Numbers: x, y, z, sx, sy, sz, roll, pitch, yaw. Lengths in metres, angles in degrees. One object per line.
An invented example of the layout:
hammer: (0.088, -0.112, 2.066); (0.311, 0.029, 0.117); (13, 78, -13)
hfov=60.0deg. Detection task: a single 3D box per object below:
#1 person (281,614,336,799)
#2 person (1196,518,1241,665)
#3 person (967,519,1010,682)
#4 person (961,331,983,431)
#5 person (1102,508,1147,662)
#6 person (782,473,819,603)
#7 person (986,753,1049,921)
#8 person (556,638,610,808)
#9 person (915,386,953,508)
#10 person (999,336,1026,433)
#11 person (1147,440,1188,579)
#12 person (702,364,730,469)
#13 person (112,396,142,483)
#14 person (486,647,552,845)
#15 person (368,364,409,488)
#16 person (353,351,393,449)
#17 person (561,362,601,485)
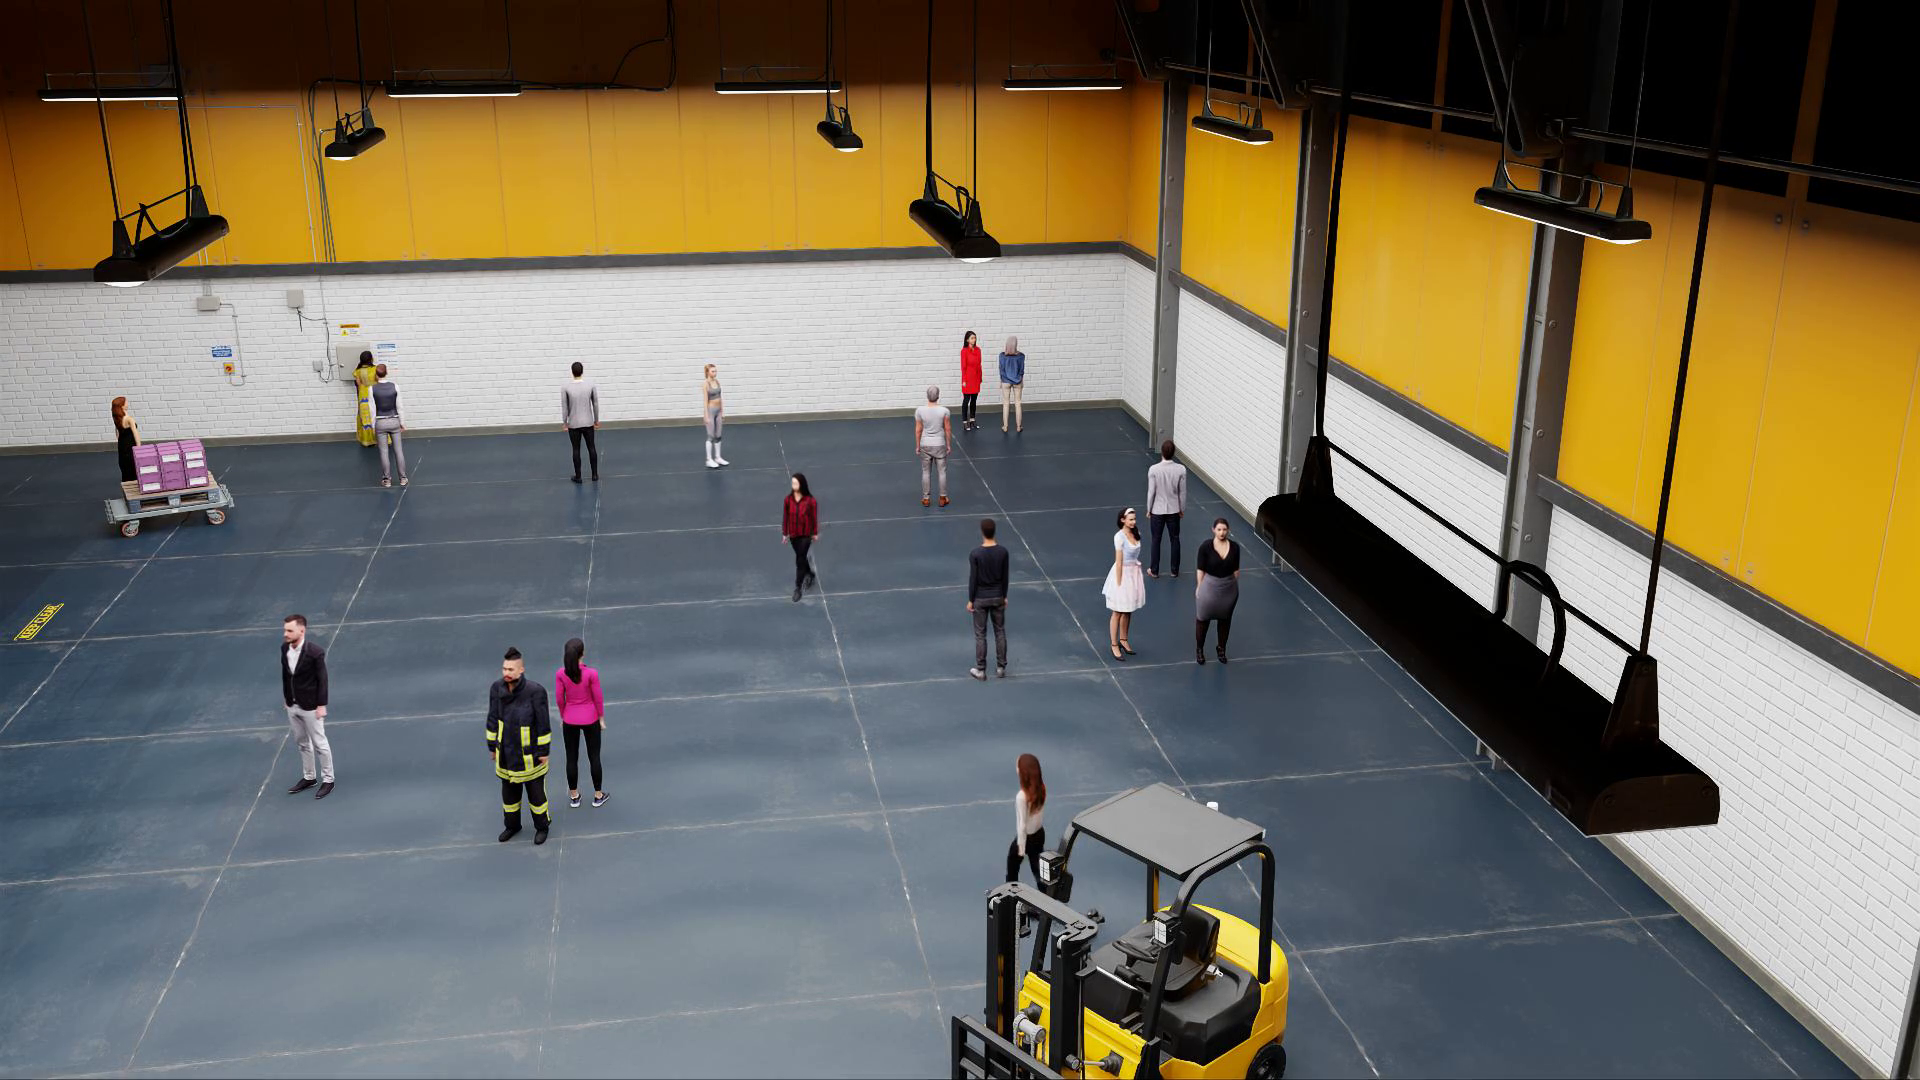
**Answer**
person: (-6.295, 1.570, 16.026); (0.740, 1.844, 0.750); (8, 20, 21)
person: (2.952, 0.574, 19.116); (0.675, 1.759, 0.639); (-2, 19, -5)
person: (0.328, 0.666, 18.668); (0.664, 1.870, 0.595); (-6, 20, -18)
person: (0.191, -2.808, 29.174); (0.730, 1.748, 0.766); (-16, 24, -39)
person: (1.915, 0.493, 19.264); (0.915, 1.817, 0.860); (15, 24, 37)
person: (-2.013, -0.077, 21.276); (0.878, 1.614, 1.142); (5, 19, 14)
person: (0.642, 2.501, 13.859); (0.916, 1.461, 0.846); (14, 23, 35)
person: (-3.602, 1.724, 15.795); (0.626, 1.699, 0.620); (0, 19, 0)
person: (-0.402, -1.404, 24.876); (0.746, 1.831, 0.657); (2, 19, 5)
person: (0.903, -2.736, 29.042); (0.643, 1.697, 0.602); (-1, 19, -2)
person: (2.710, -0.408, 21.885); (0.688, 1.852, 0.592); (-2, 19, -5)
person: (-4.009, -2.029, 26.933); (0.712, 1.703, 0.648); (12, 22, 32)
person: (-12.561, -1.377, 25.120); (0.681, 1.624, 0.720); (8, 20, 23)
person: (-4.004, 1.858, 15.145); (0.851, 1.861, 0.826); (3, 19, 10)
person: (-8.915, -1.806, 25.902); (0.711, 1.939, 0.640); (-8, 20, -21)
person: (-9.916, -2.381, 28.044); (0.932, 1.661, 0.879); (1, 19, 4)
person: (-5.934, -1.849, 26.053); (0.798, 1.923, 0.728); (-8, 20, -24)
